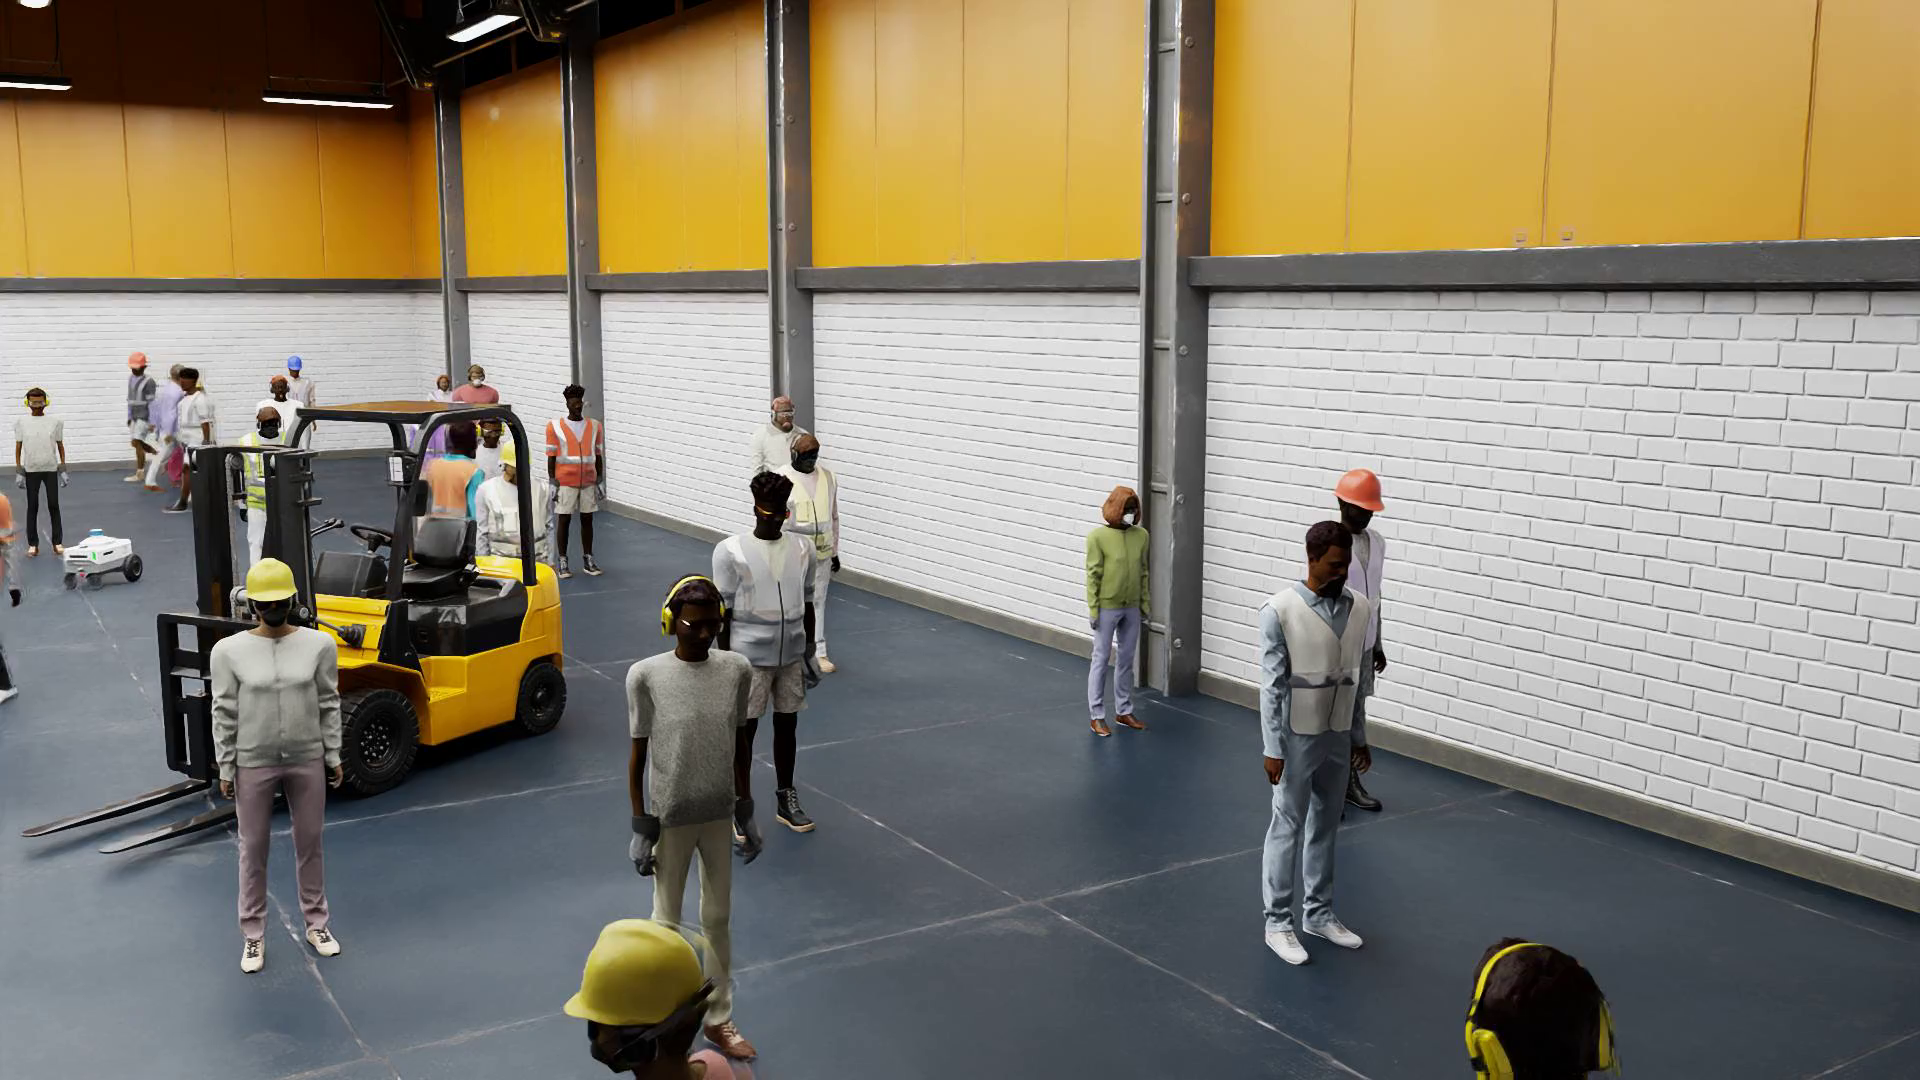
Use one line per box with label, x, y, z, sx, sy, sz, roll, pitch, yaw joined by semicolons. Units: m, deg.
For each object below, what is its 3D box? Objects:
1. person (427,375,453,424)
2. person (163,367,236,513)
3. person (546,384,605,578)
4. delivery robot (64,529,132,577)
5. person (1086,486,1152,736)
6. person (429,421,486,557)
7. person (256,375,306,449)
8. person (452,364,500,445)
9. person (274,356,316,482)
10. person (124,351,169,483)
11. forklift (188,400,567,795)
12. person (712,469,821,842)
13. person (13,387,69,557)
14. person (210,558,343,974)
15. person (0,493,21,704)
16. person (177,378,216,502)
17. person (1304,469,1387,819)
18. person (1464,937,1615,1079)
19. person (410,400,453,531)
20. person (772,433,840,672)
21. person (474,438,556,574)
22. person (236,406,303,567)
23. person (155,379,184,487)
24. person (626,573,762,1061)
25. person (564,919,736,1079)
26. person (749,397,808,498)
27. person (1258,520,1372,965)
person;-7.904;-1.715;25.508;0.510;1.640;0.308;-5;10;-32
person;-10.060;-1.337;22.017;0.976;1.928;0.615;-7;11;-39
person;-3.901;-0.603;16.918;0.602;1.966;0.368;-5;10;-32
delivery robot;-8.470;0.138;16.343;0.477;0.478;0.707;0;8;2
person;1.040;0.455;10.905;0.497;1.633;0.289;-5;10;-32
person;-3.940;0.006;13.002;0.606;1.905;0.533;6;10;35
person;-8.298;-1.075;20.380;0.573;1.882;0.356;-5;10;-32
person;-6.485;-1.395;22.362;0.629;1.936;0.373;-5;10;-32
person;-10.083;-1.828;25.261;0.601;1.941;0.395;-5;10;-32
person;-12.412;-1.879;25.371;0.650;2.010;0.689;7;11;38
forklift;-3.529;0.258;10.348;1.214;2.155;2.313;4;9;25
person;-1.013;0.602;8.816;0.602;1.960;0.368;-5;10;-32
person;-10.068;-0.746;18.227;0.508;1.865;0.329;-5;10;-32
person;-2.912;0.949;7.130;0.522;1.768;0.311;-5;10;-32
person;-6.768;0.280;11.269;0.608;1.870;0.989;0;8;-1
person;-10.547;-1.398;23.026;0.484;1.744;0.295;-5;10;-32
person;2.147;0.565;9.170;0.542;1.931;0.366;-5;10;-32
person;0.946;1.577;2.646;0.584;1.842;0.597;0;8;1
person;-6.197;-0.829;19.545;0.510;1.639;0.308;-5;10;-32
person;-1.174;0.108;12.563;0.624;1.840;0.429;-5;10;-32
person;-3.272;0.154;12.292;0.595;1.827;0.403;-5;10;-32
person;-6.424;-0.334;15.540;0.624;1.840;0.429;-5;10;-32
person;-11.615;-1.580;24.672;0.608;1.607;0.530;7;11;41
person;-0.979;1.045;6.162;0.508;1.865;0.329;-5;10;-32
person;-0.458;1.554;3.122;0.668;1.742;0.529;2;9;11
person;-1.668;-0.404;15.780;0.640;1.909;0.409;-5;10;-32
person;1.545;0.857;7.256;0.591;1.915;0.393;-5;10;-32
